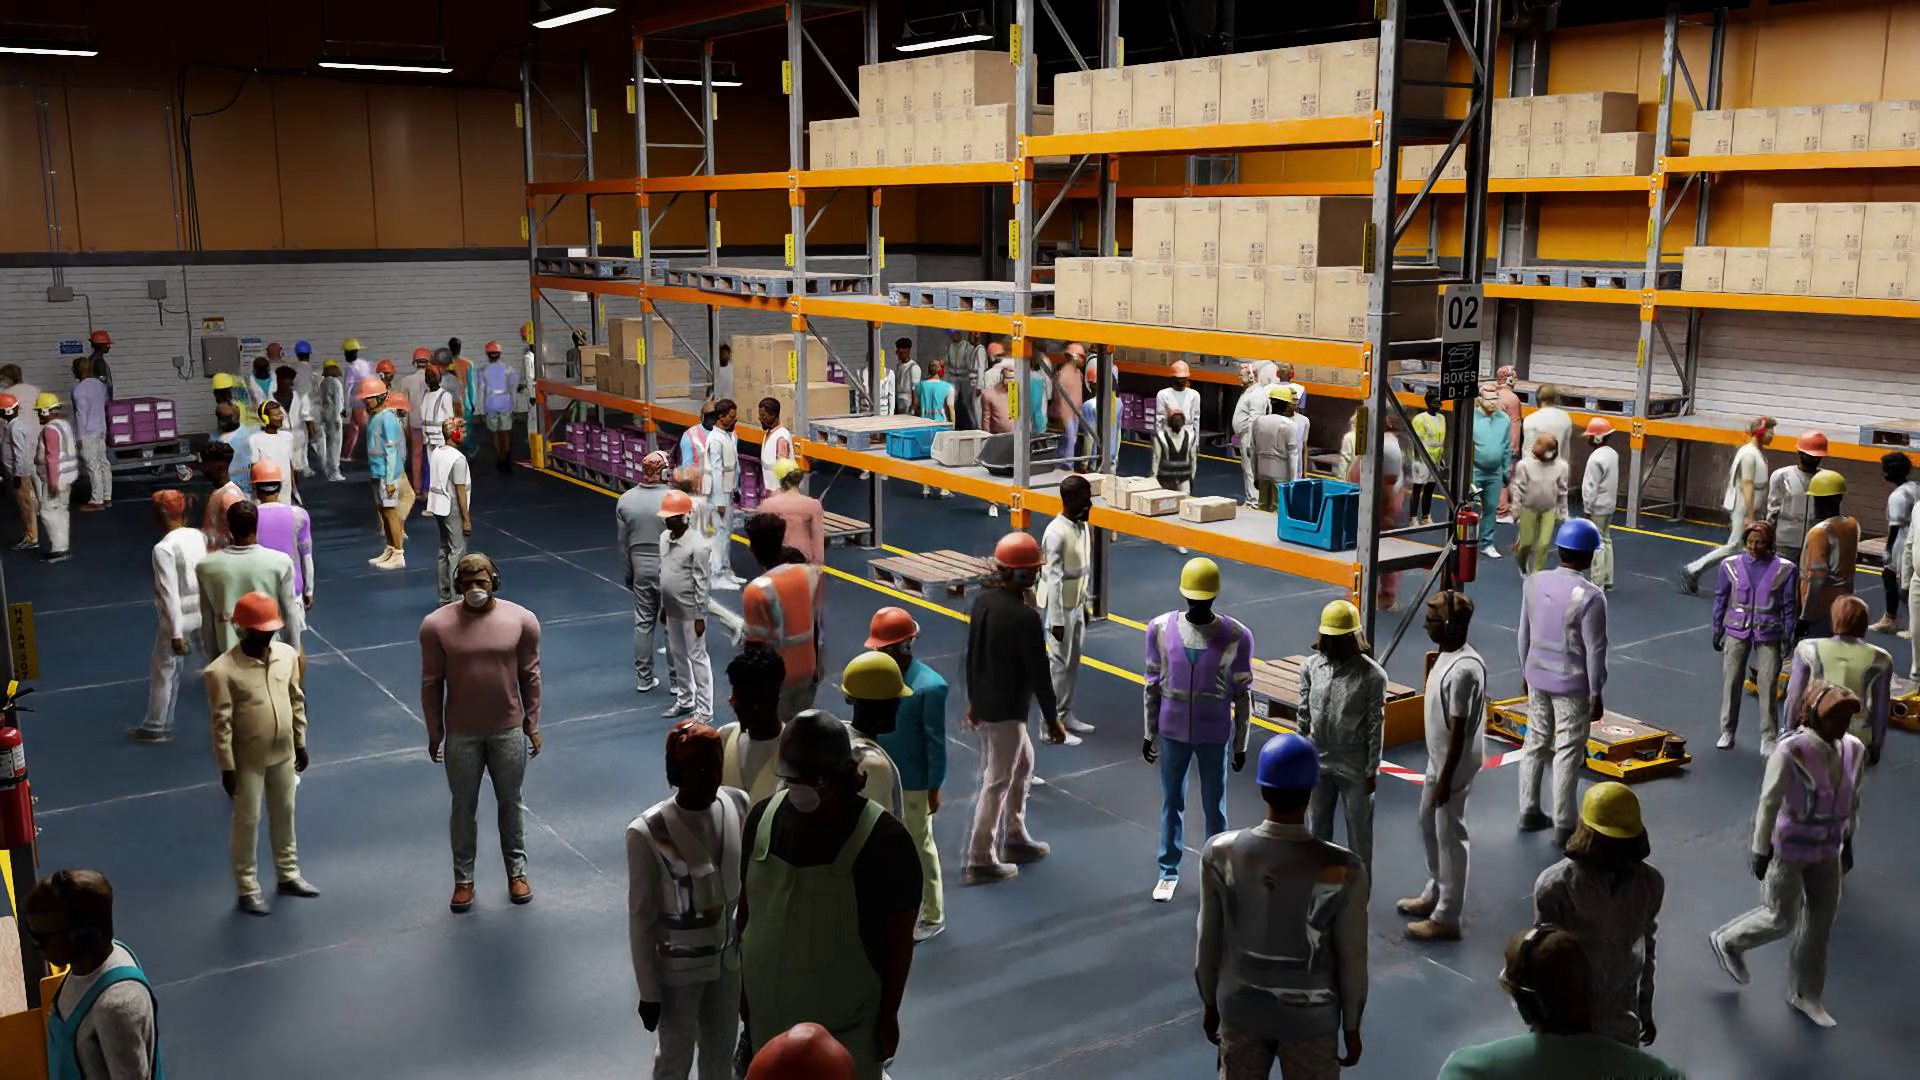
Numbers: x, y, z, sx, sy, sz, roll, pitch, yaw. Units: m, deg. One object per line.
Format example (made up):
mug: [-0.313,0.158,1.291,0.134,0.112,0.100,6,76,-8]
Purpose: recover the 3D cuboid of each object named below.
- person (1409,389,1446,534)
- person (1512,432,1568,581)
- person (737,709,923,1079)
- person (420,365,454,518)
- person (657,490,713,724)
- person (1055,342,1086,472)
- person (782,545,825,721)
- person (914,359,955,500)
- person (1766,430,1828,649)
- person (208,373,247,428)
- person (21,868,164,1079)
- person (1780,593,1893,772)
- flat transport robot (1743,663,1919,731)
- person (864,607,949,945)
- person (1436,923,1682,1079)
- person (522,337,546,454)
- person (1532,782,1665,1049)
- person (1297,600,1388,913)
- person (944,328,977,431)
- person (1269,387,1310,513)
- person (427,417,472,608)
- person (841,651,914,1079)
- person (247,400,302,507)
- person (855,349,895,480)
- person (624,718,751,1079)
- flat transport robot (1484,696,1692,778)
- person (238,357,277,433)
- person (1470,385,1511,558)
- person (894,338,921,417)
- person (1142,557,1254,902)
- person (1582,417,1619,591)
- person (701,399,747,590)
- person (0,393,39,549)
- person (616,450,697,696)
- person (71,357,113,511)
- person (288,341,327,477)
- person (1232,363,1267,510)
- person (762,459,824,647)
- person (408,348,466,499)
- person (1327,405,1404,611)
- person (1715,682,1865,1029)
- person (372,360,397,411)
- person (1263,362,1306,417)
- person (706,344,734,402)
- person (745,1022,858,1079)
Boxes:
person: [5.492,-0.930,19.506,0.530,1.693,0.321,-8,14,-37]
person: [5.712,-0.285,16.428,0.510,1.613,0.557,2,11,10]
person: [-0.503,1.576,5.787,0.684,2.000,0.538,4,12,21]
person: [-6.430,-1.210,20.444,0.584,1.884,0.349,9,14,40]
person: [-2.031,0.490,12.106,0.355,1.744,0.565,-10,15,-42]
person: [1.450,-1.735,22.901,0.710,1.981,0.700,5,12,25]
person: [-1.044,0.849,10.431,0.387,1.671,0.573,-3,11,-14]
person: [-0.330,-1.440,21.720,0.570,1.843,0.372,5,12,23]
person: [7.104,0.020,14.061,0.548,1.926,0.388,2,11,9]
person: [-8.418,-0.965,19.148,0.486,1.911,0.590,-2,11,-11]
person: [-2.531,1.841,4.952,0.345,1.840,0.504,-8,14,-35]
person: [4.848,1.112,9.216,0.531,1.622,0.459,4,12,18]
flat transport robot: [6.781,1.140,12.562,0.652,0.197,1.431,-8,14,-35]
person: [-0.315,1.190,8.544,0.573,1.737,0.354,10,15,41]
person: [1.551,1.930,4.308,0.710,1.921,0.405,1,11,7]
person: [-6.615,-2.284,25.951,0.355,1.883,0.575,0,11,1]
person: [2.271,1.694,5.948,0.492,1.742,0.317,-2,11,-9]
person: [1.981,1.157,8.721,0.480,1.734,0.334,7,13,34]
person: [0.017,-2.711,28.064,0.640,1.911,0.450,7,13,31]
person: [3.558,-0.747,18.173,0.513,1.846,0.335,-1,11,-6]
person: [-4.763,-0.230,15.570,0.393,1.836,0.561,-9,14,-40]
person: [-0.378,1.402,6.970,0.375,1.925,0.595,-5,12,-23]
person: [-6.830,-0.459,16.629,0.316,1.875,0.531,7,13,31]
person: [-1.198,-1.778,23.357,0.574,1.884,0.356,2,11,10]
person: [-0.967,1.577,6.180,0.342,1.882,0.586,9,14,38]
flat transport robot: [4.288,1.325,11.615,0.652,0.197,1.431,-6,13,-27]
person: [-9.477,-1.610,22.751,0.637,1.790,0.947,-8,13,-35]
person: [5.658,-0.731,17.972,0.654,1.899,0.397,-3,11,-13]
person: [-0.775,-1.952,24.069,0.385,1.955,0.612,-6,12,-26]
person: [1.266,1.026,8.922,0.585,1.918,0.394,4,12,18]
person: [6.248,-0.336,16.347,0.355,1.742,0.558,9,14,37]
person: [-2.367,-0.456,16.534,0.401,1.909,0.599,0,11,0]
person: [-10.540,-0.772,18.566,0.338,1.742,0.562,-6,13,-29]
person: [-2.313,0.256,12.884,0.651,1.907,0.409,4,12,19]
person: [-10.962,-1.336,20.955,0.372,1.940,0.631,0,11,-2]
person: [-9.232,-1.841,23.546,0.630,1.938,0.435,0,11,-1]
person: [3.555,-1.229,20.515,0.399,1.900,0.644,0,11,2]
person: [-1.384,0.182,13.801,0.526,1.703,0.908,0,11,2]
person: [-6.902,-1.596,22.022,0.702,2.000,1.024,3,11,14]
person: [3.766,-0.326,15.520,0.800,2.000,0.714,2,11,11]
person: [3.860,1.410,7.715,0.555,1.617,0.518,-4,12,-18]
person: [-7.786,-1.578,22.663,0.329,1.753,0.560,2,11,12]
person: [4.156,-1.370,21.384,0.563,1.838,0.390,3,12,17]
person: [-3.516,-2.004,24.720,0.534,1.820,0.949,-4,12,-19]
person: [-0.335,2.007,3.576,0.607,2.044,0.376,2,11,8]
